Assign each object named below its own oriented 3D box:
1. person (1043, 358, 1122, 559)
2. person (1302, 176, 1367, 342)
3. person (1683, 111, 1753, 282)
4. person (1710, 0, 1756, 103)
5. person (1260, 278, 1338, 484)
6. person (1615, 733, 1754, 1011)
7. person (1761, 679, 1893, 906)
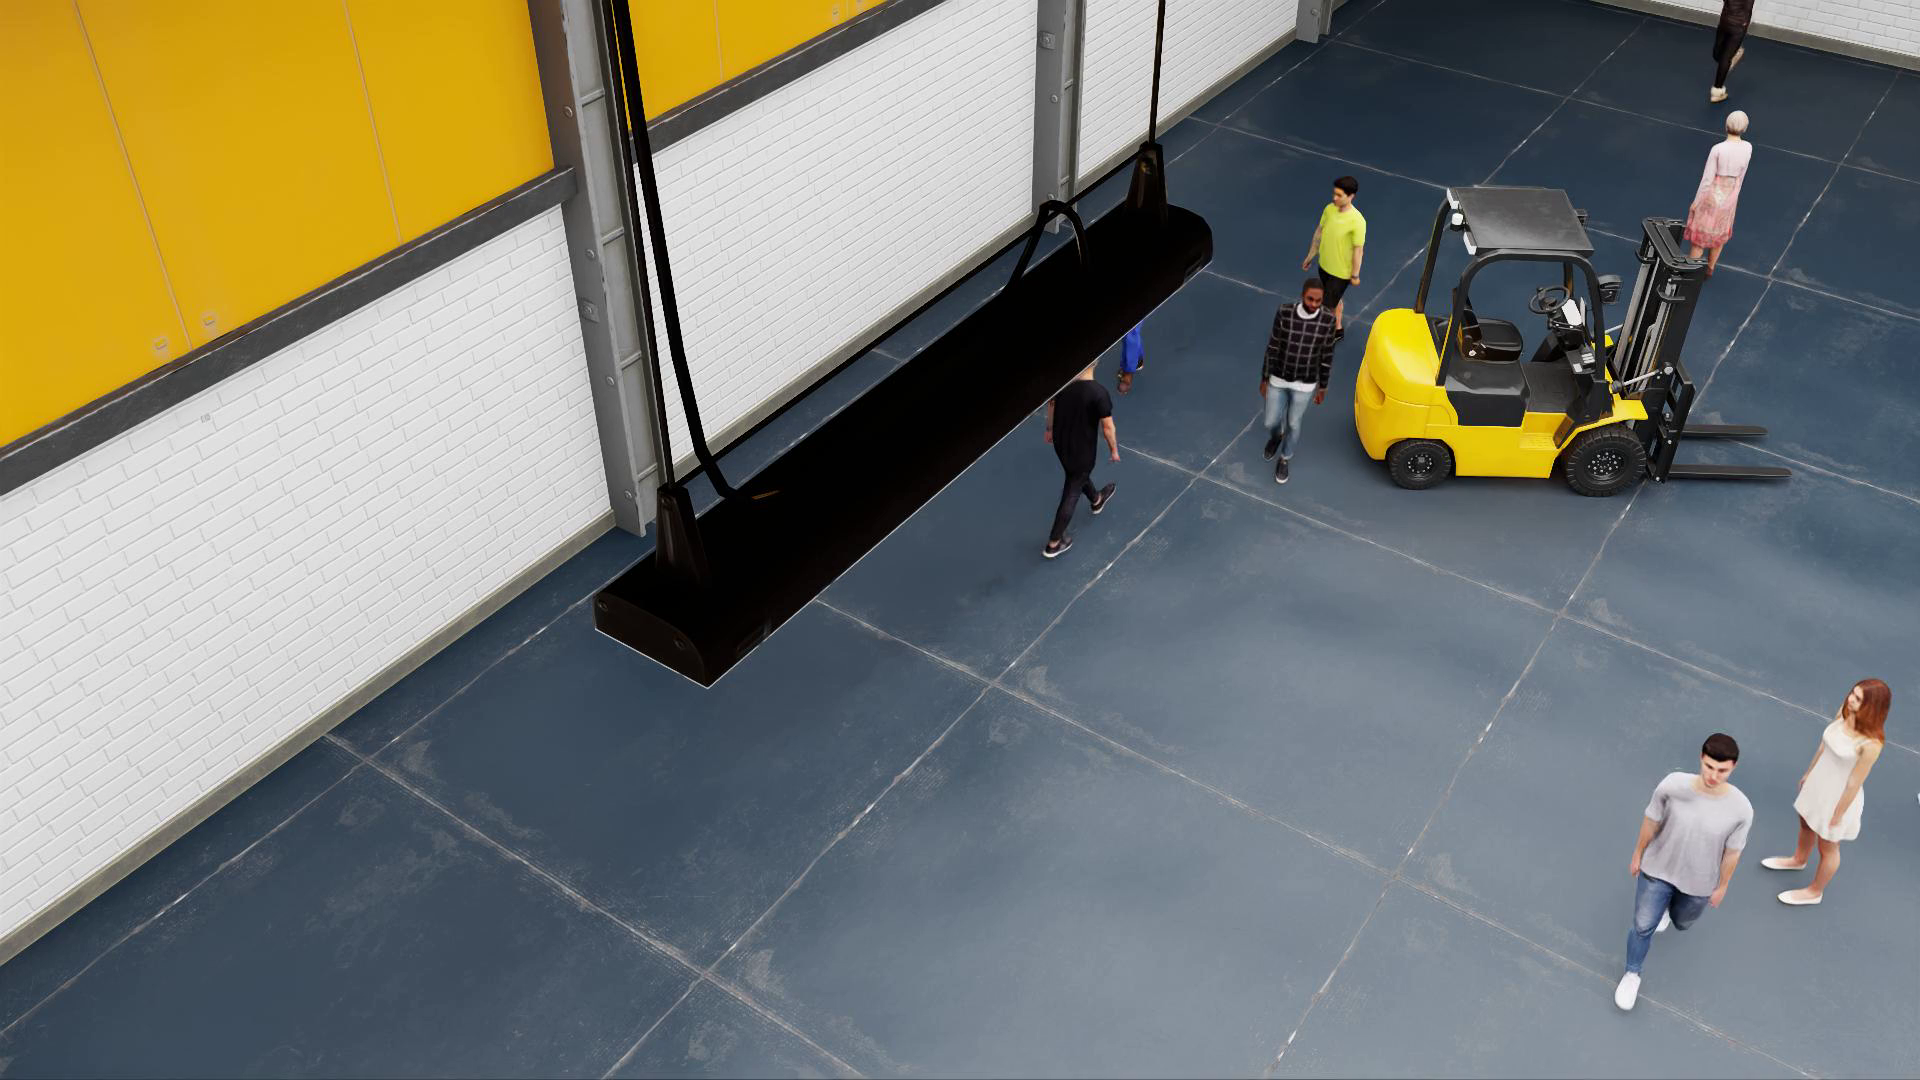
[{"bbox_3d":[0.811,-0.670,12.273,1.200,1.819,0.854,-31,48,-33],"label":"person"},{"bbox_3d":[3.362,-2.435,14.594,0.999,1.681,0.867,-17,42,-20],"label":"person"},{"bbox_3d":[7.078,-3.185,15.525,0.697,1.691,0.752,-5,39,-6],"label":"person"},{"bbox_3d":[8.882,-5.852,18.899,0.979,1.648,0.759,25,45,28],"label":"person"},{"bbox_3d":[2.643,-1.316,13.095,0.809,1.803,0.850,9,40,11],"label":"person"},{"bbox_3d":[4.004,1.757,9.197,0.811,1.866,1.125,16,41,19],"label":"person"},{"bbox_3d":[5.115,1.453,9.706,0.722,1.705,0.637,0,39,-1],"label":"person"}]
